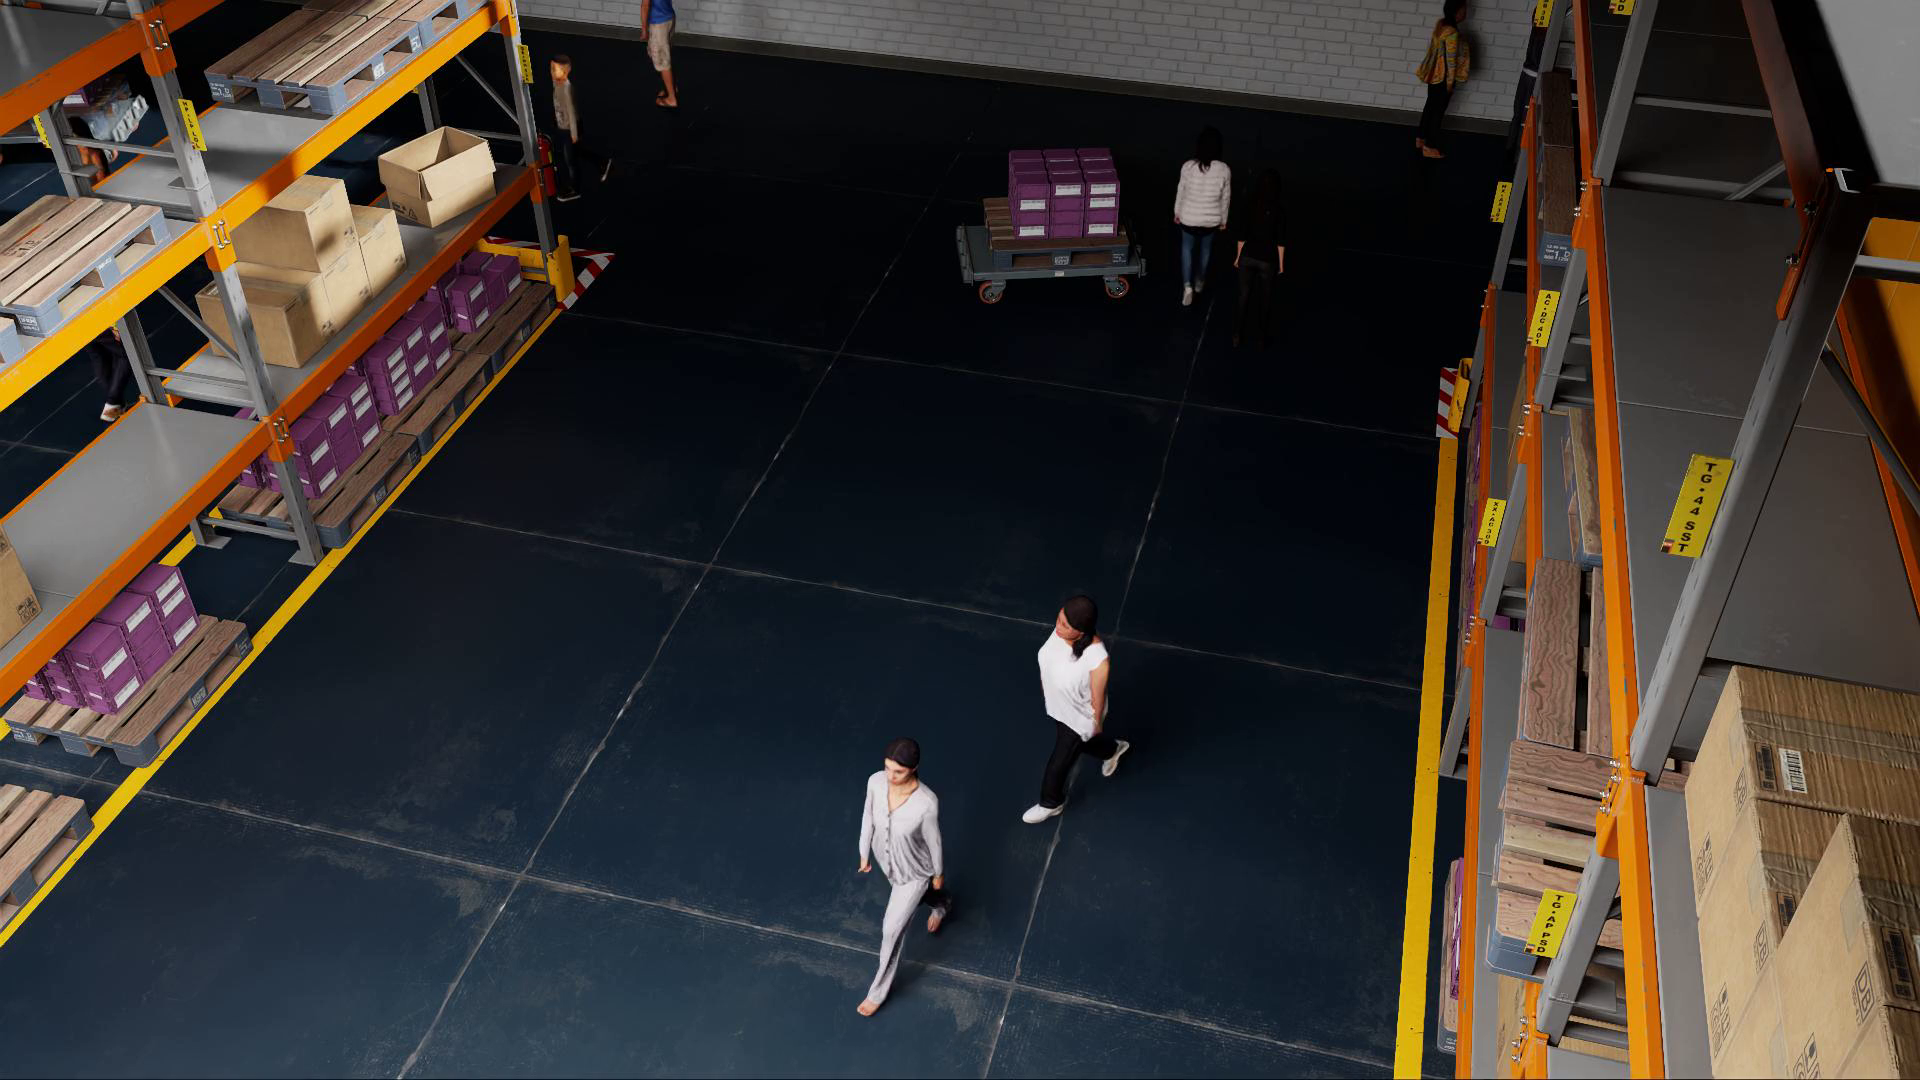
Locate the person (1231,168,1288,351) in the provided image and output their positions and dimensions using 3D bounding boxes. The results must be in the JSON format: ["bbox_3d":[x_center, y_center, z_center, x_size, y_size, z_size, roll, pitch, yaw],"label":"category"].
[{"bbox_3d":[2.518,-2.358,14.010,0.600,1.642,0.529,14,41,17],"label":"person"}]

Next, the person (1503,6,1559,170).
[{"bbox_3d":[5.765,-4.602,16.710,0.705,1.780,0.573,-5,39,-6],"label":"person"}]

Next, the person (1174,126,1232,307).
[{"bbox_3d":[2.110,-2.816,14.600,0.698,1.621,0.946,7,39,8],"label":"person"}]

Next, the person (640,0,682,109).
[{"bbox_3d":[-3.135,-5.538,17.820,0.726,1.857,0.616,14,41,17],"label":"person"}]

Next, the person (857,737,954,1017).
[{"bbox_3d":[-0.256,1.668,8.899,0.870,1.729,1.200,23,44,26],"label":"person"}]

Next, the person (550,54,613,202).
[{"bbox_3d":[-3.755,-4.061,16.297,0.940,1.450,0.878,-20,43,-24],"label":"person"}]

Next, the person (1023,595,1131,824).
[{"bbox_3d":[0.717,0.950,9.852,1.049,1.662,1.060,-13,40,-16],"label":"person"}]

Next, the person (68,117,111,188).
[{"bbox_3d":[-7.516,-2.992,14.799,0.752,1.649,1.095,19,42,22],"label":"person"}]

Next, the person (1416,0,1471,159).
[{"bbox_3d":[4.915,-4.735,16.976,0.883,1.655,0.805,-3,39,-4],"label":"person"}]
